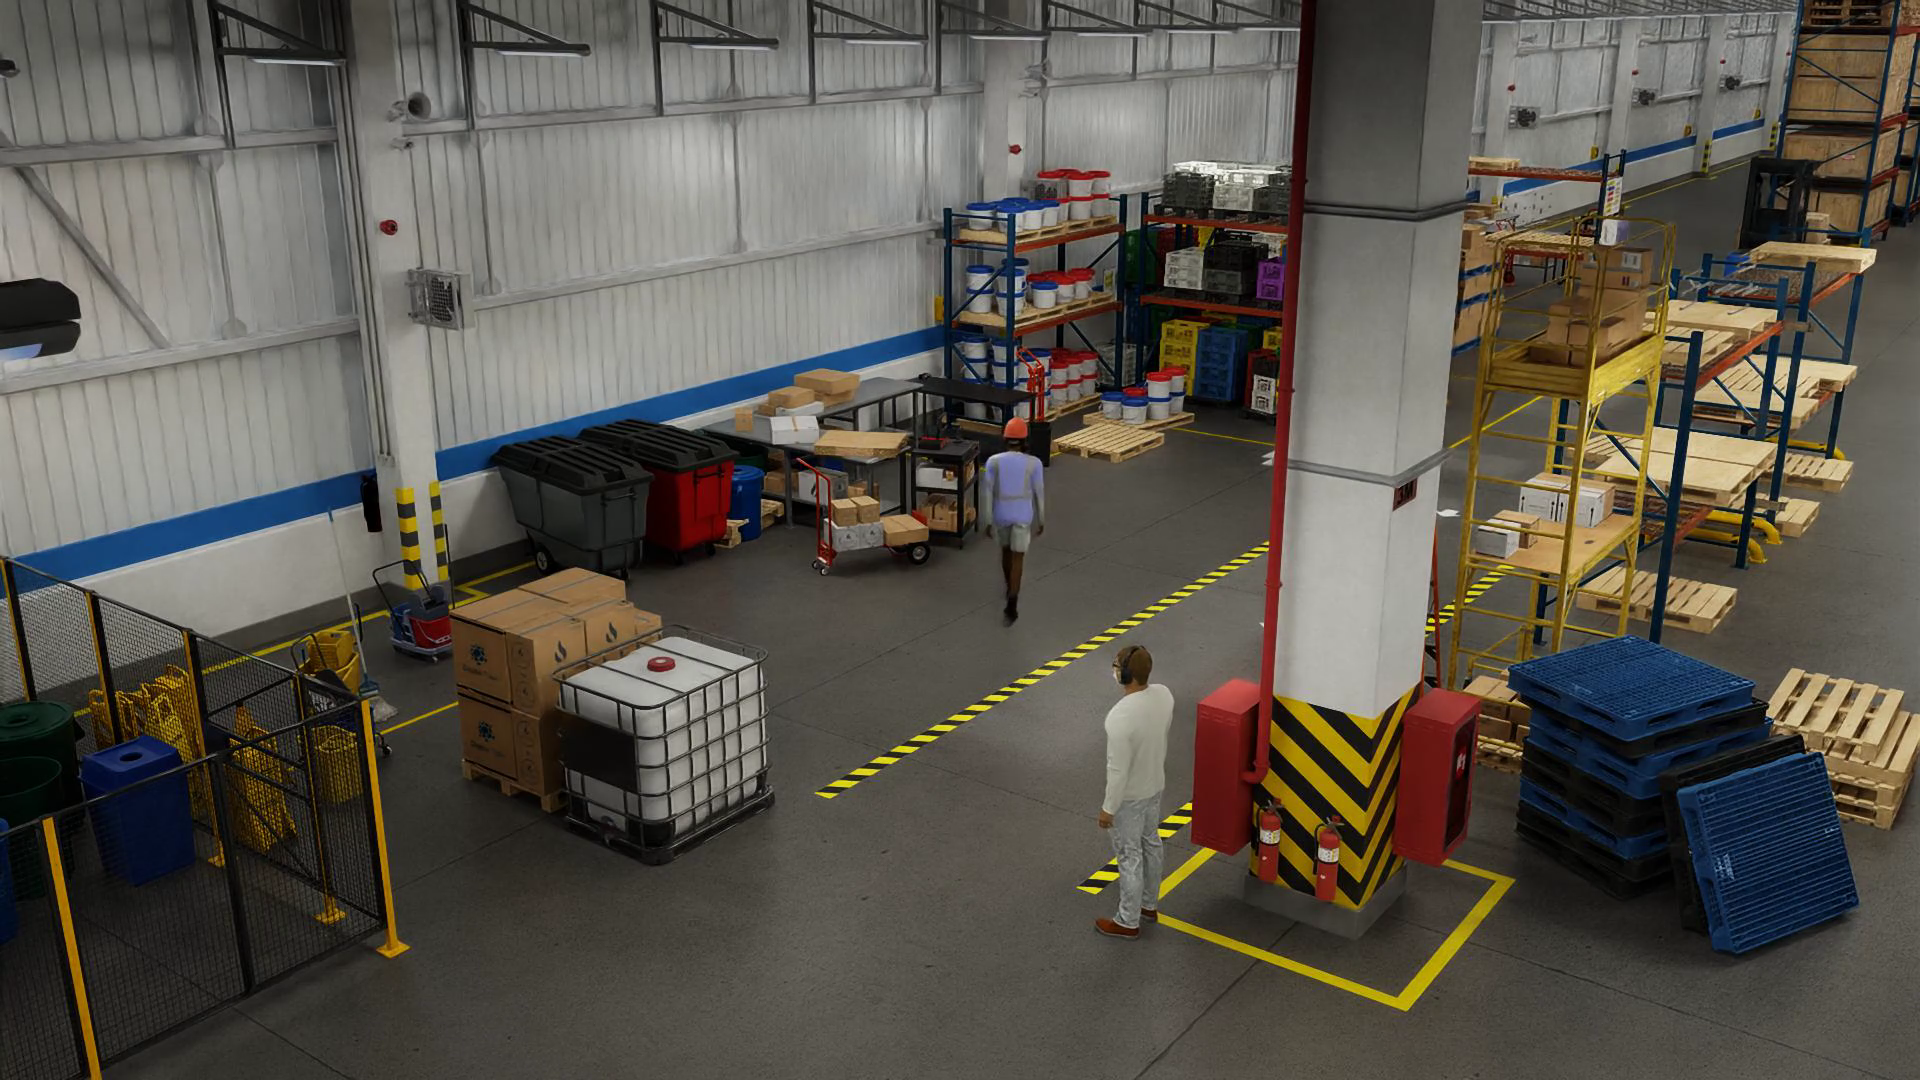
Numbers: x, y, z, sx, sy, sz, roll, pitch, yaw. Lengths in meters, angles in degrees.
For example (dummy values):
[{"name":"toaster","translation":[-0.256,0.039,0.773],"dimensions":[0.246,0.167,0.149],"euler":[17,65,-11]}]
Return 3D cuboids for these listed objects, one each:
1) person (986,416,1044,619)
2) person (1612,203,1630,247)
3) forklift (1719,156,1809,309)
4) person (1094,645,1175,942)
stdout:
[{"name":"person","translation":[0.508,-0.219,15.861],"dimensions":[0.557,1.901,0.956],"euler":[4,18,11]},{"name":"person","translation":[12.617,-5.515,32.000],"dimensions":[0.370,1.934,0.627],"euler":[13,22,35]},{"name":"forklift","translation":[15.274,-5.811,31.406],"dimensions":[1.129,2.768,1.873],"euler":[13,22,34]},{"name":"person","translation":[1.073,1.561,10.331],"dimensions":[0.370,1.941,0.627],"euler":[13,22,35]}]
